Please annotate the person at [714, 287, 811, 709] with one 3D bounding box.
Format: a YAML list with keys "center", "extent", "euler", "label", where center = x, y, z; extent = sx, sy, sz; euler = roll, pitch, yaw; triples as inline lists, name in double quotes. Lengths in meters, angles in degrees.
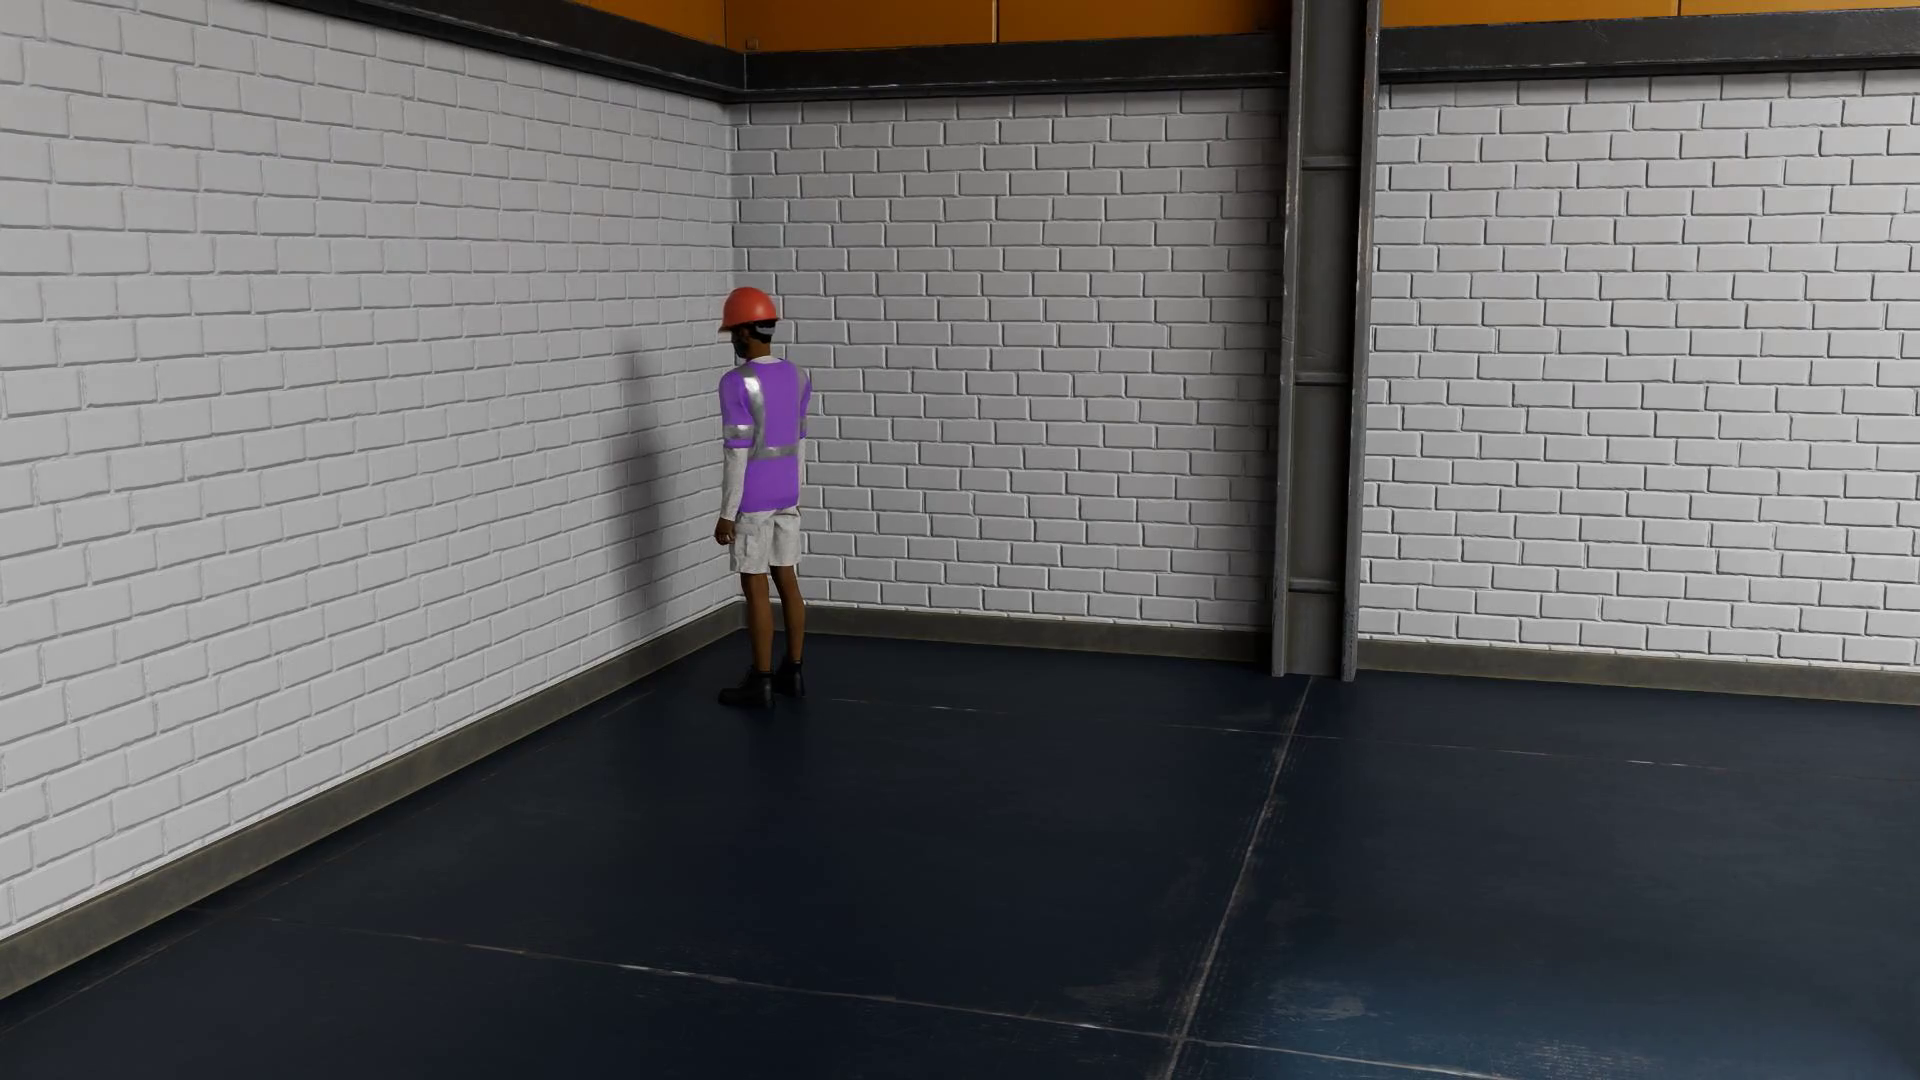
- center: [-0.931, -0.191, 7.666]
  extent: [0.368, 1.934, 0.543]
  euler: [6, 11, 33]
  label: "person"
